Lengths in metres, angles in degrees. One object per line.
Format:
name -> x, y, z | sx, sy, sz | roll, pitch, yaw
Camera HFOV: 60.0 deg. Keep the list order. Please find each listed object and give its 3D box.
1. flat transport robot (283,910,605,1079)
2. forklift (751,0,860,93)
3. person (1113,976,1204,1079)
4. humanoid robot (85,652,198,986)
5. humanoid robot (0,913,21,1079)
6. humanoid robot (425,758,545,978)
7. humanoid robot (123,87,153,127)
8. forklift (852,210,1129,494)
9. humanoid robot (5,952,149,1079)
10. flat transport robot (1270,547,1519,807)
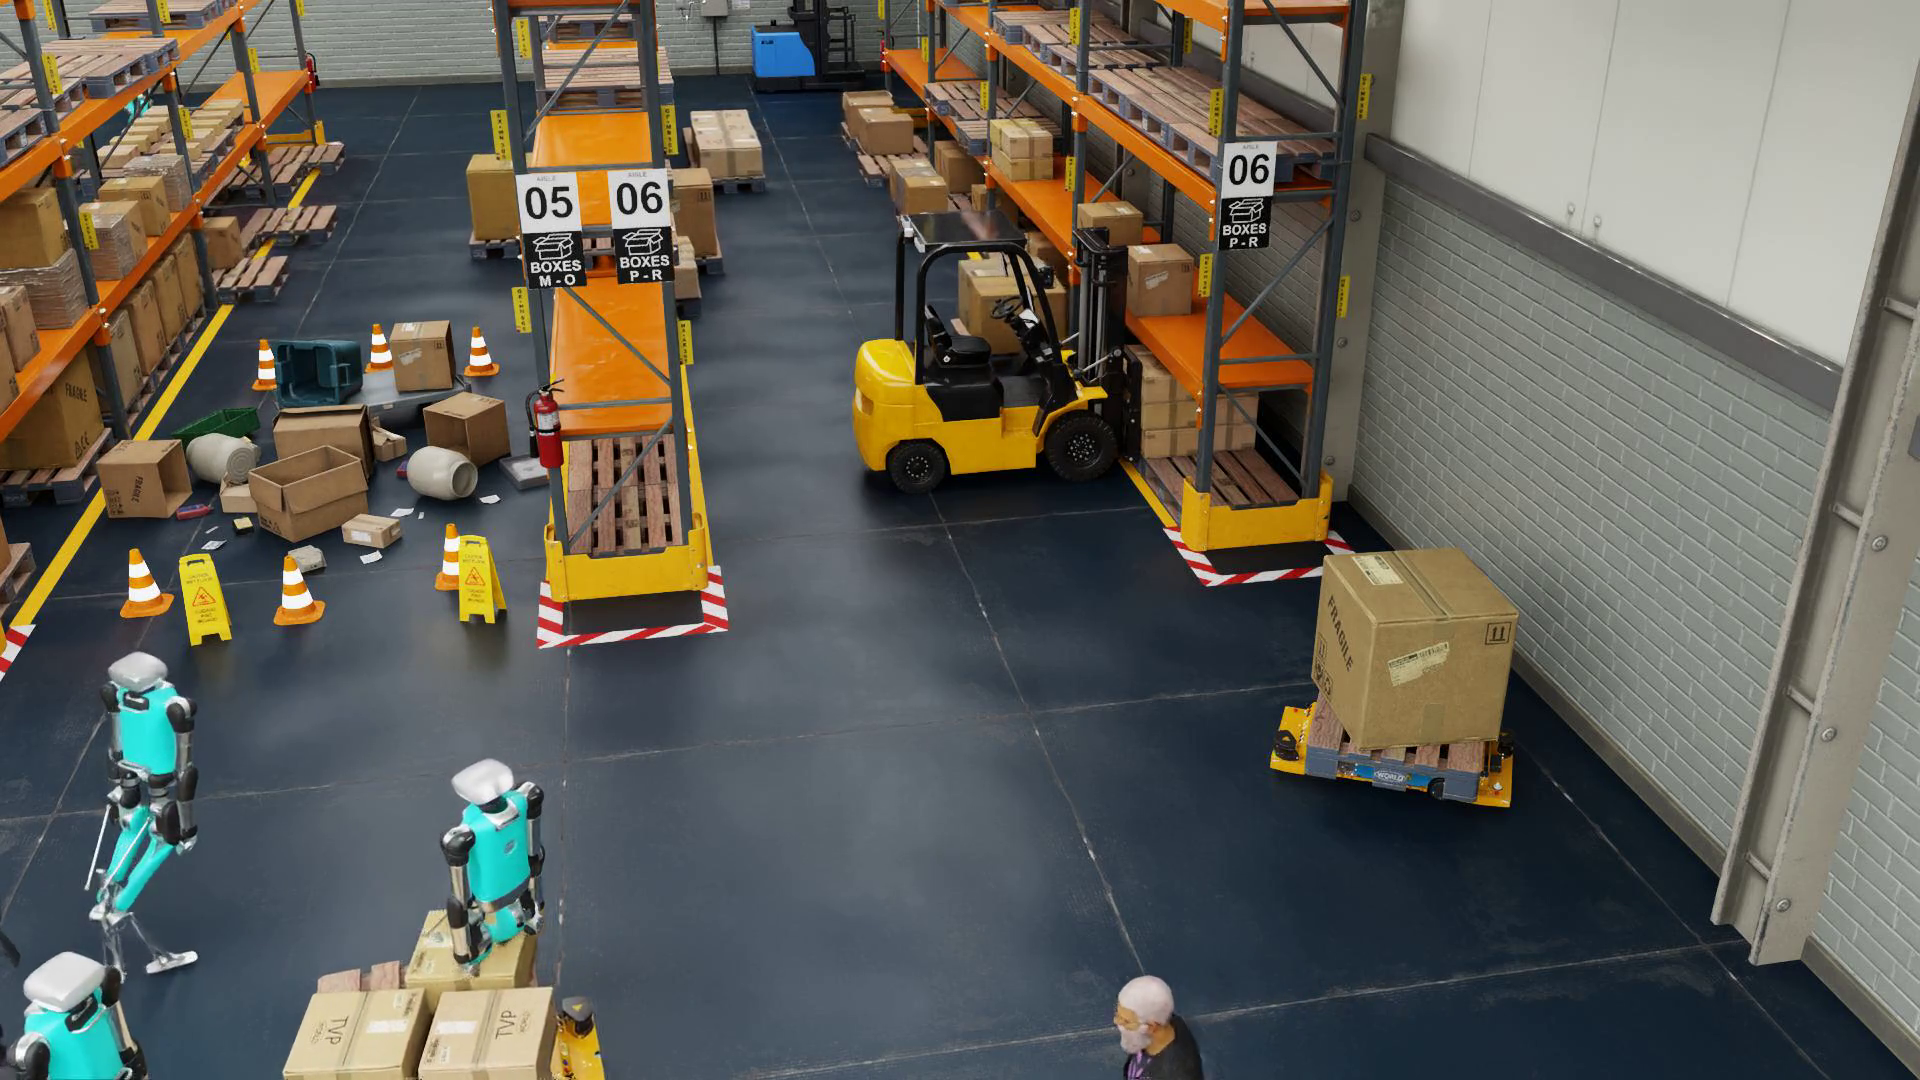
flat transport robot -> -2.413, 2.558, 7.802 | 1.431, 0.231, 0.659 | -8, 27, -16
forklift -> -2.872, -9.679, 30.288 | 1.873, 2.768, 1.129 | -5, 26, -10
person -> 0.665, 2.411, 6.332 | 1.021, 1.792, 0.553 | -2, 26, -4
humanoid robot -> -4.176, 1.493, 8.329 | 0.591, 1.785, 0.811 | 9, 27, 18
humanoid robot -> -4.680, 1.861, 7.633 | 0.589, 1.657, 0.328 | -14, 29, -27
humanoid robot -> -2.272, 1.726, 7.766 | 0.736, 1.728, 0.531 | 16, 30, 30
humanoid robot -> -12.709, -6.786, 25.609 | 0.534, 1.794, 0.805 | -11, 28, -22
forklift -> 0.216, -1.659, 14.366 | 2.313, 2.155, 1.214 | -5, 26, -10
humanoid robot -> -3.124, 2.382, 6.452 | 0.678, 1.787, 0.531 | 4, 26, 8
flat transport robot -> 2.709, 1.312, 10.398 | 1.431, 0.231, 0.659 | 8, 27, 16
